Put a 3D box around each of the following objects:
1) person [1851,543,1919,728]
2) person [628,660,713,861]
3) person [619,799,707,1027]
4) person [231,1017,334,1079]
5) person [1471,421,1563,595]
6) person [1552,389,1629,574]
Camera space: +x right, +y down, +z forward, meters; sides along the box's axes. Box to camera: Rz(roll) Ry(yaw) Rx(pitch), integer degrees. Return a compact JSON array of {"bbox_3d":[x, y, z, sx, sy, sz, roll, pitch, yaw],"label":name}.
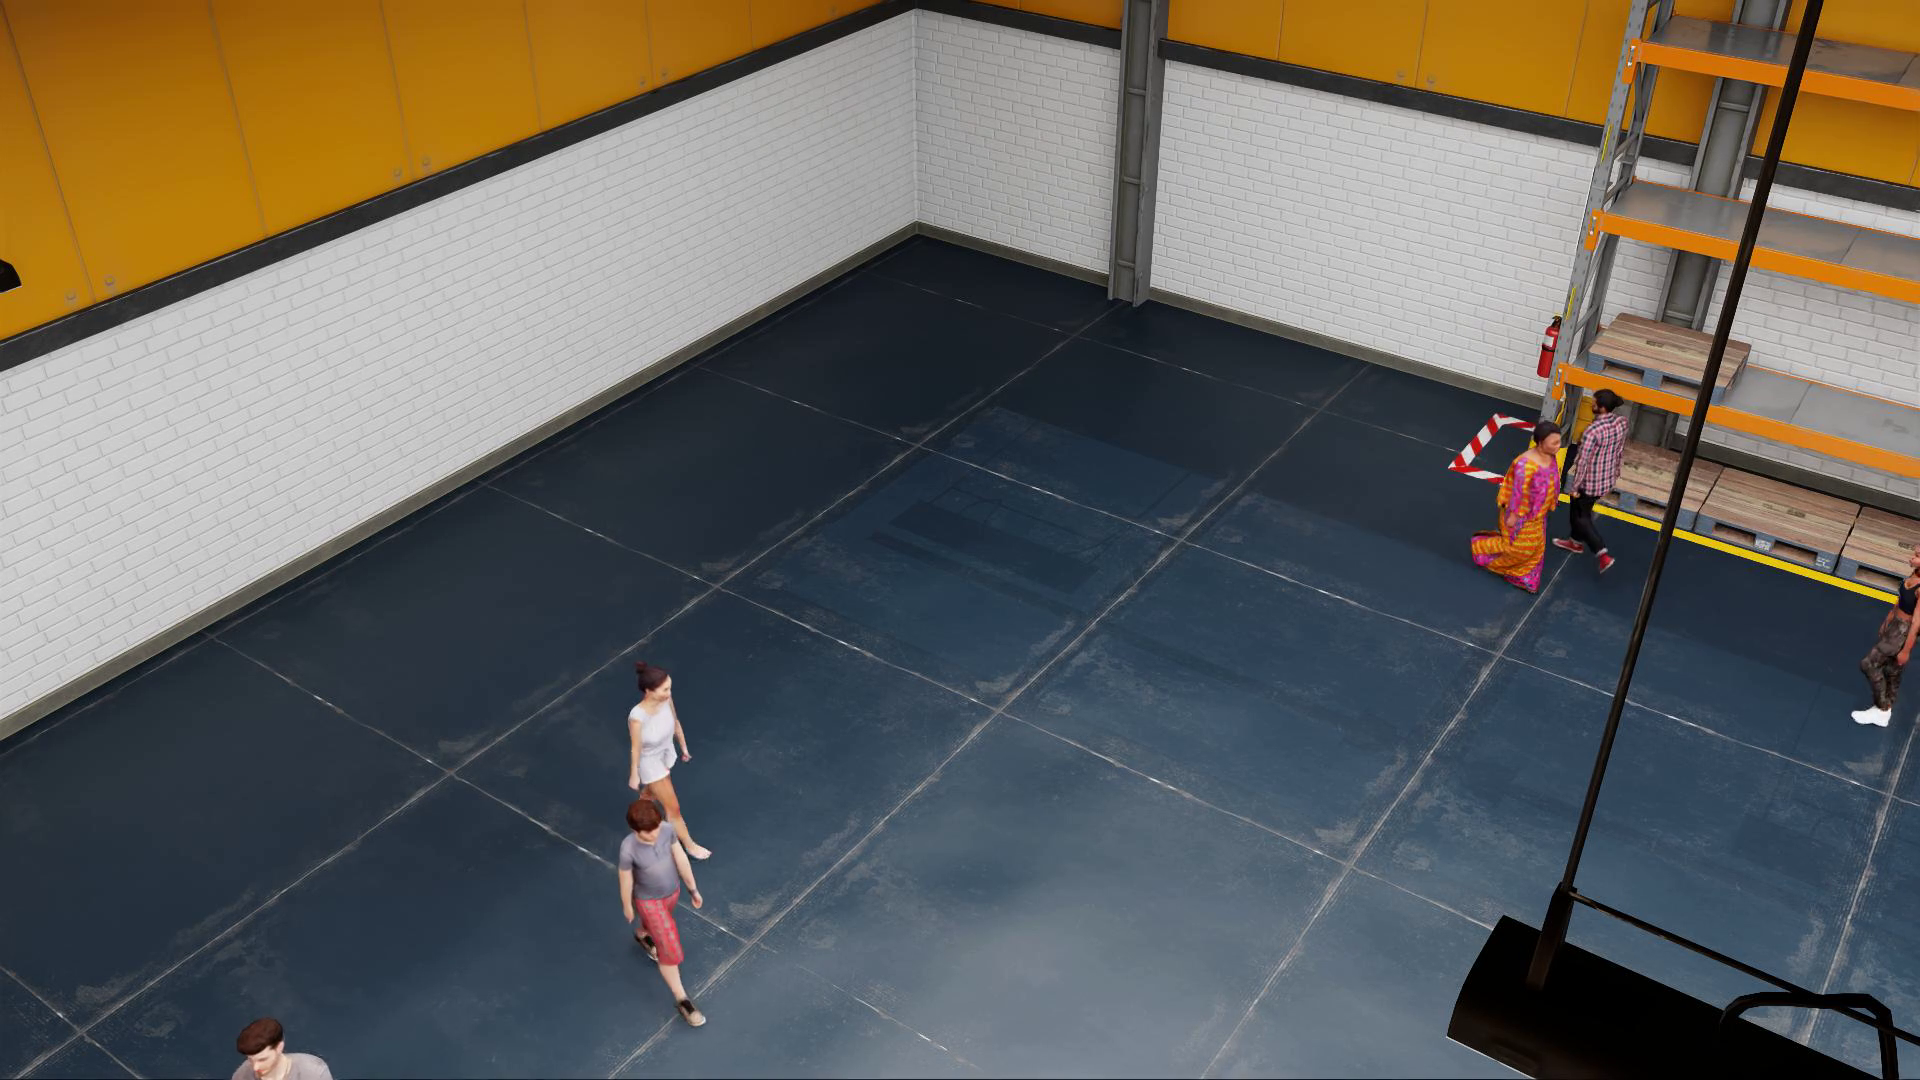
[{"bbox_3d":[7.251,0.742,12.633,0.674,1.692,0.668,12,35,17],"label":"person"},{"bbox_3d":[-2.196,1.494,11.574,0.978,1.612,0.738,12,36,18],"label":"person"},{"bbox_3d":[-1.955,2.207,10.505,1.181,1.608,0.721,29,43,36],"label":"person"},{"bbox_3d":[-3.472,3.161,8.817,0.955,1.888,0.986,1,34,2],"label":"person"},{"bbox_3d":[4.814,-0.314,14.257,0.786,1.653,0.992,-27,42,-34],"label":"person"},{"bbox_3d":[5.554,-0.491,14.448,0.949,1.737,1.099,-17,37,-24],"label":"person"}]
